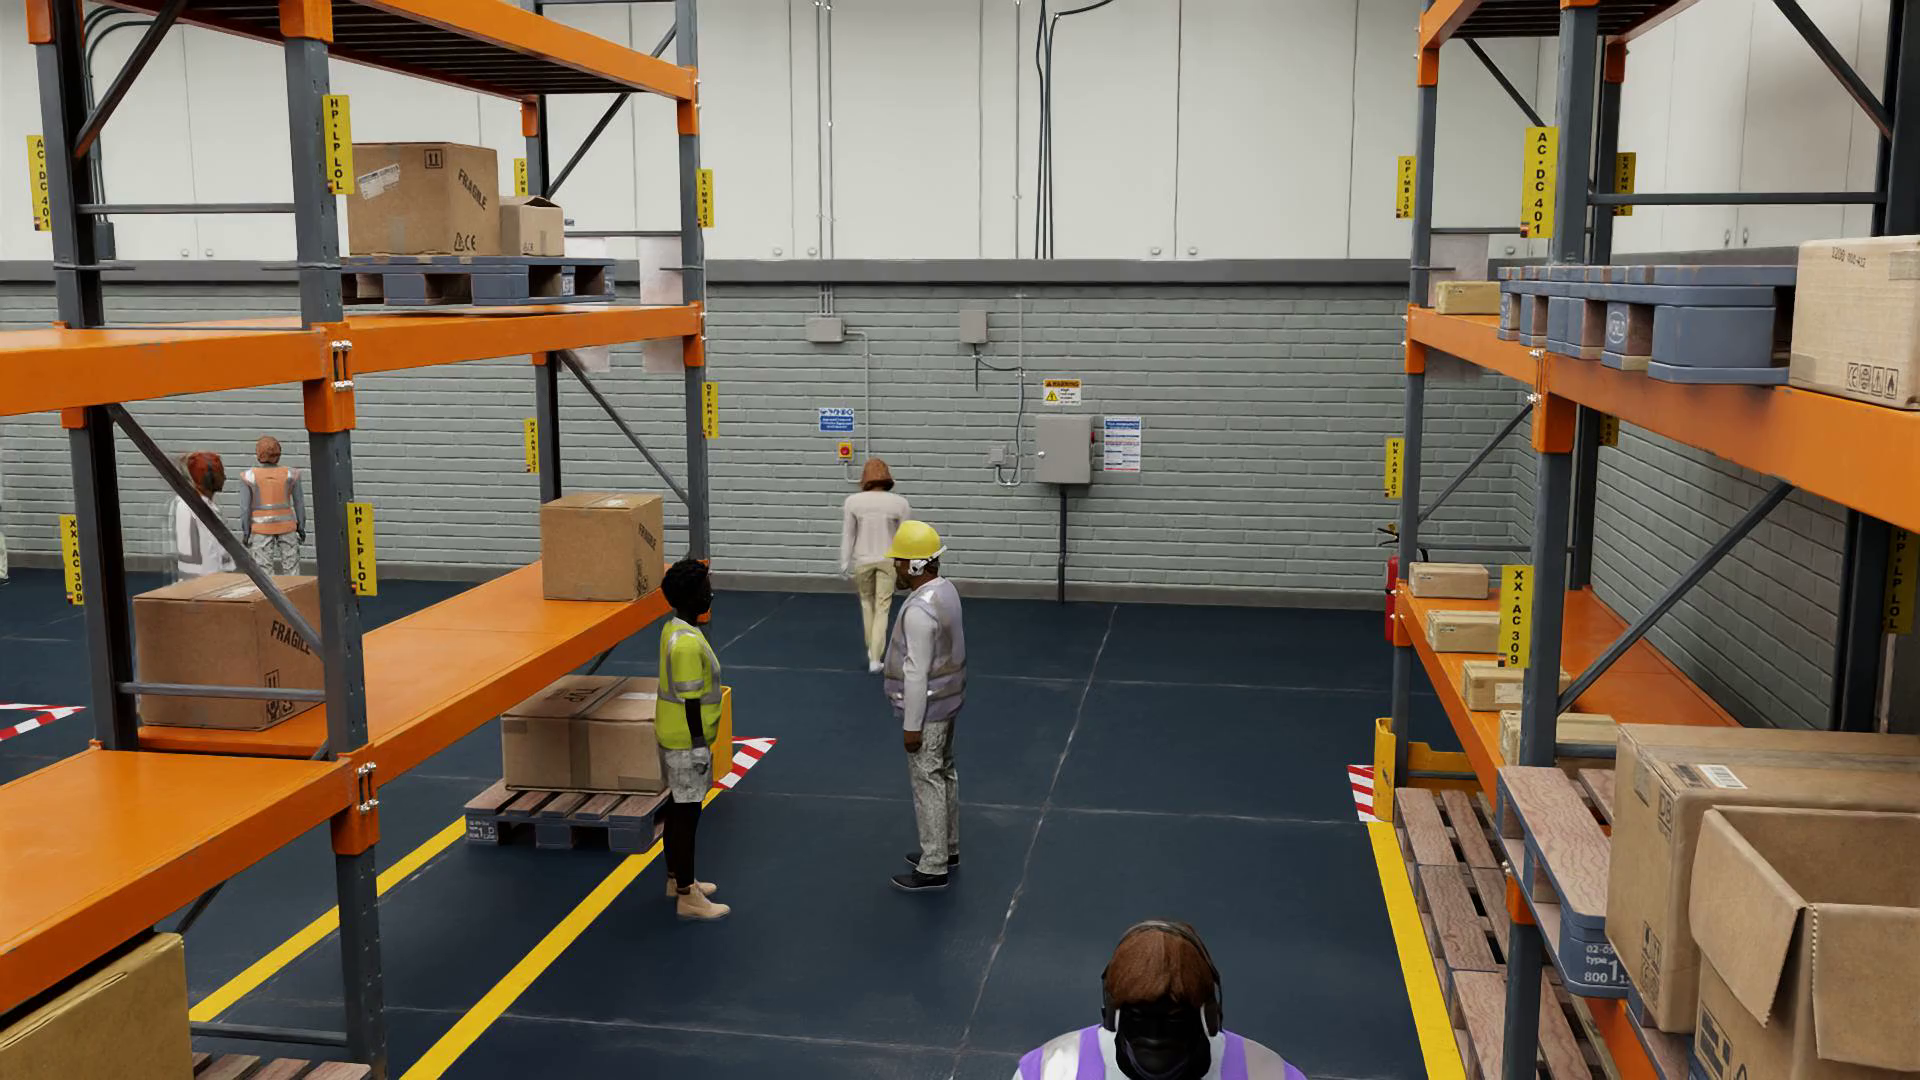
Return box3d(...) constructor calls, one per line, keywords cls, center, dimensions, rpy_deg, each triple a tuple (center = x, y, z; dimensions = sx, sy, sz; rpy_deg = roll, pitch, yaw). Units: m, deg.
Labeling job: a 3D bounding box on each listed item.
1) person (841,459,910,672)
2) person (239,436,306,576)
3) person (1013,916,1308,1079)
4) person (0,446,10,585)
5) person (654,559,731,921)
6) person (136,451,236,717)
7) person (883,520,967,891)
box3d(cls="person", center=(-0.625, 0.177, 12.709), dimensions=(0.542, 1.597, 0.707), rpy_deg=(1, 9, 4))
box3d(cls="person", center=(-5.816, -0.060, 14.101), dimensions=(0.523, 1.638, 0.310), rpy_deg=(-5, 11, -30))
box3d(cls="person", center=(0.371, 1.607, 3.198), dimensions=(0.633, 1.841, 0.429), rpy_deg=(1, 9, 4))
box3d(cls="person", center=(-9.440, -0.413, 15.971), dimensions=(0.573, 1.739, 0.349), rpy_deg=(3, 10, 21))
box3d(cls="person", center=(-1.272, 0.928, 7.825), dimensions=(0.321, 1.697, 0.530), rpy_deg=(-3, 10, -17))
box3d(cls="person", center=(-5.076, 0.325, 11.096), dimensions=(0.944, 1.848, 0.590), rpy_deg=(-9, 13, -44))
box3d(cls="person", center=(-0.176, 0.808, 8.203), dimensions=(0.404, 1.823, 0.590), rpy_deg=(2, 9, 11))
